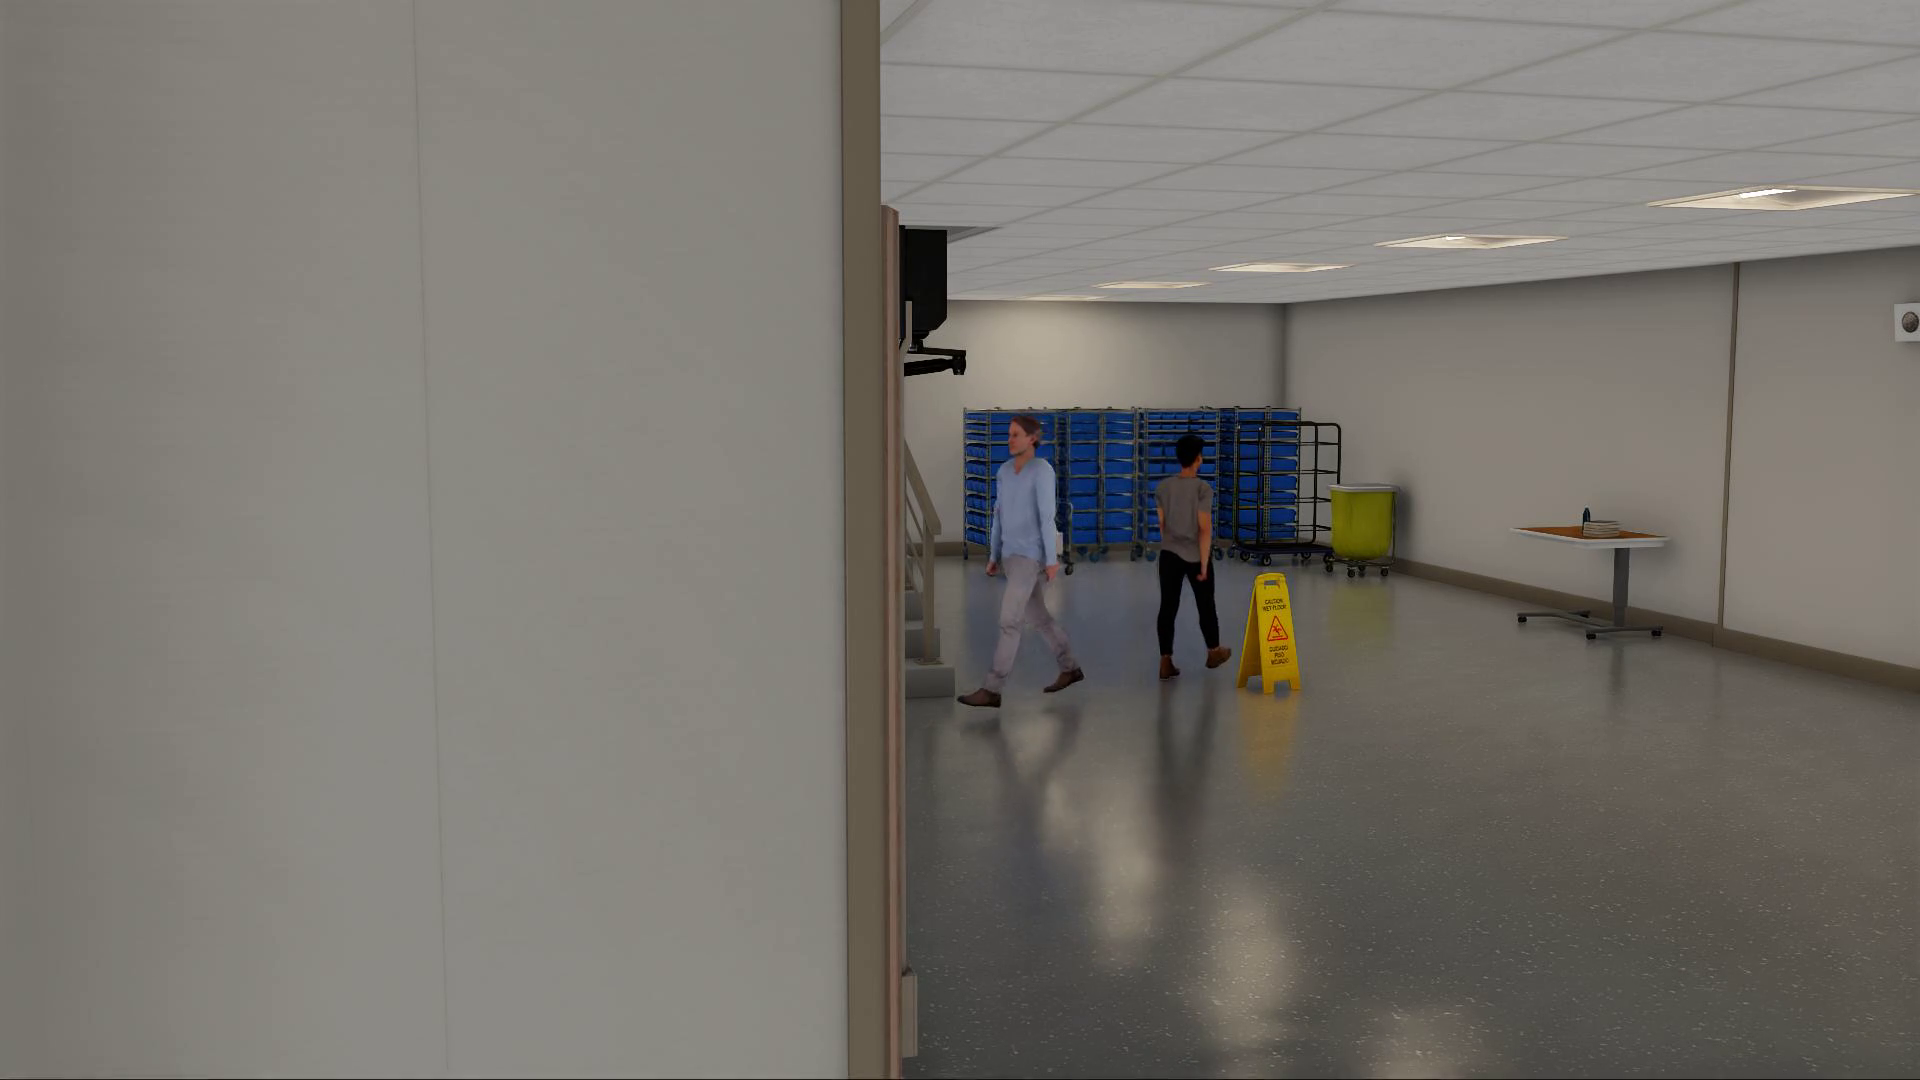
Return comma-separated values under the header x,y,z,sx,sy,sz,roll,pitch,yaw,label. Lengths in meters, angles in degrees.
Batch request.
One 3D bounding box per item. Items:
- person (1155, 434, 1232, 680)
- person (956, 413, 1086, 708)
x,y,z,sx,sy,sz,roll,pitch,yaw,label
1.519,0.135,11.583,1.019,1.691,1.065,3,7,31,person
0.489,0.148,10.674,0.988,1.847,1.276,-4,7,-33,person
